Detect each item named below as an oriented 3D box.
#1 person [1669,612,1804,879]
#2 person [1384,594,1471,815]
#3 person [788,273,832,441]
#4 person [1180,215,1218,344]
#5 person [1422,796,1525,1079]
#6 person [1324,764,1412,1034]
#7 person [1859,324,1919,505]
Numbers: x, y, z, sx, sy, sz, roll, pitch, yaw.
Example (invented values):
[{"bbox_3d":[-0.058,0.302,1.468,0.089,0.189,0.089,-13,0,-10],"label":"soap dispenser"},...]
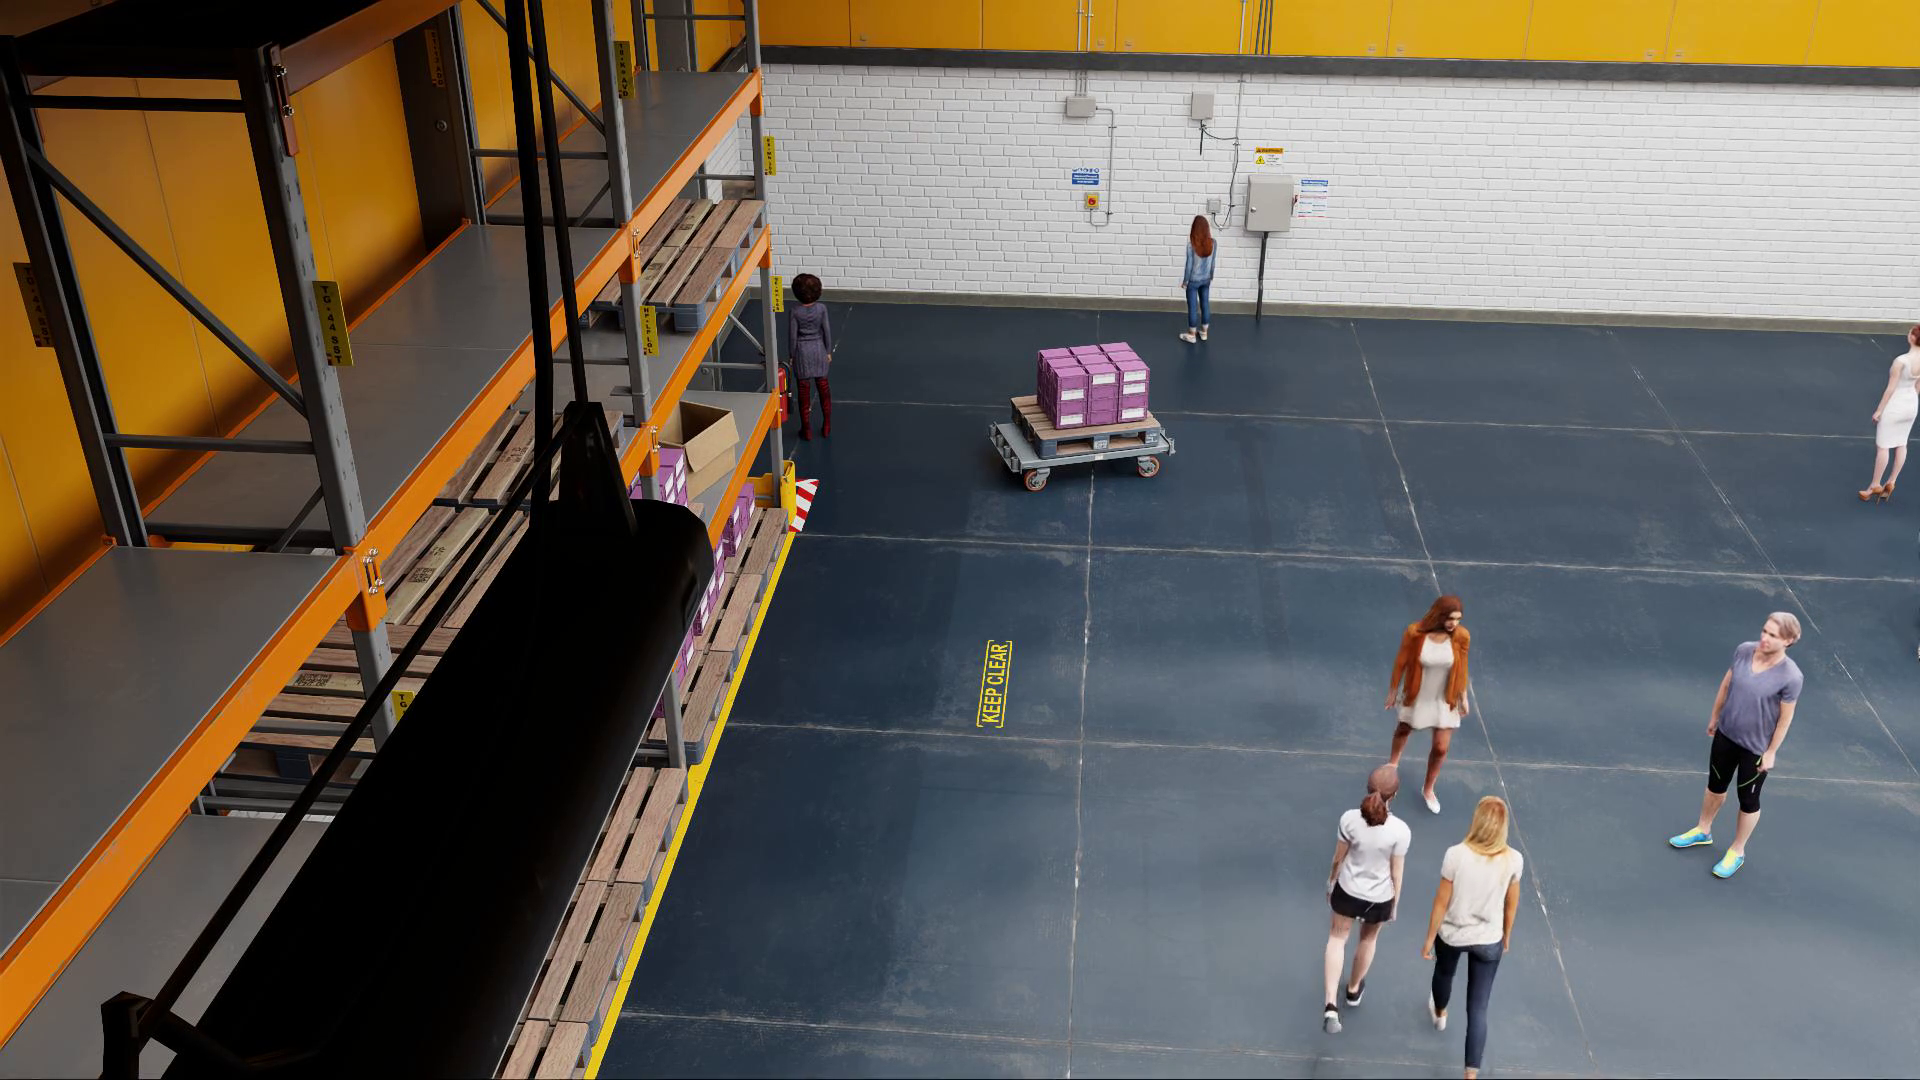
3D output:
[{"bbox_3d":[5.061,1.281,10.708,0.813,1.890,0.715,-15,32,-25],"label":"person"},{"bbox_3d":[3.207,1.029,11.389,0.733,1.680,0.799,8,30,15],"label":"person"},{"bbox_3d":[-1.498,-1.831,16.601,0.662,1.710,0.641,-9,30,-16],"label":"person"},{"bbox_3d":[2.722,-2.973,18.940,0.632,1.476,0.649,-13,31,-23],"label":"person"},{"bbox_3d":[2.786,2.257,9.047,0.730,1.768,1.225,4,29,8],"label":"person"},{"bbox_3d":[2.274,2.069,9.430,0.728,1.731,1.017,10,30,18],"label":"person"},{"bbox_3d":[8.646,-1.174,15.312,0.633,1.791,0.595,-7,29,-13],"label":"person"}]
